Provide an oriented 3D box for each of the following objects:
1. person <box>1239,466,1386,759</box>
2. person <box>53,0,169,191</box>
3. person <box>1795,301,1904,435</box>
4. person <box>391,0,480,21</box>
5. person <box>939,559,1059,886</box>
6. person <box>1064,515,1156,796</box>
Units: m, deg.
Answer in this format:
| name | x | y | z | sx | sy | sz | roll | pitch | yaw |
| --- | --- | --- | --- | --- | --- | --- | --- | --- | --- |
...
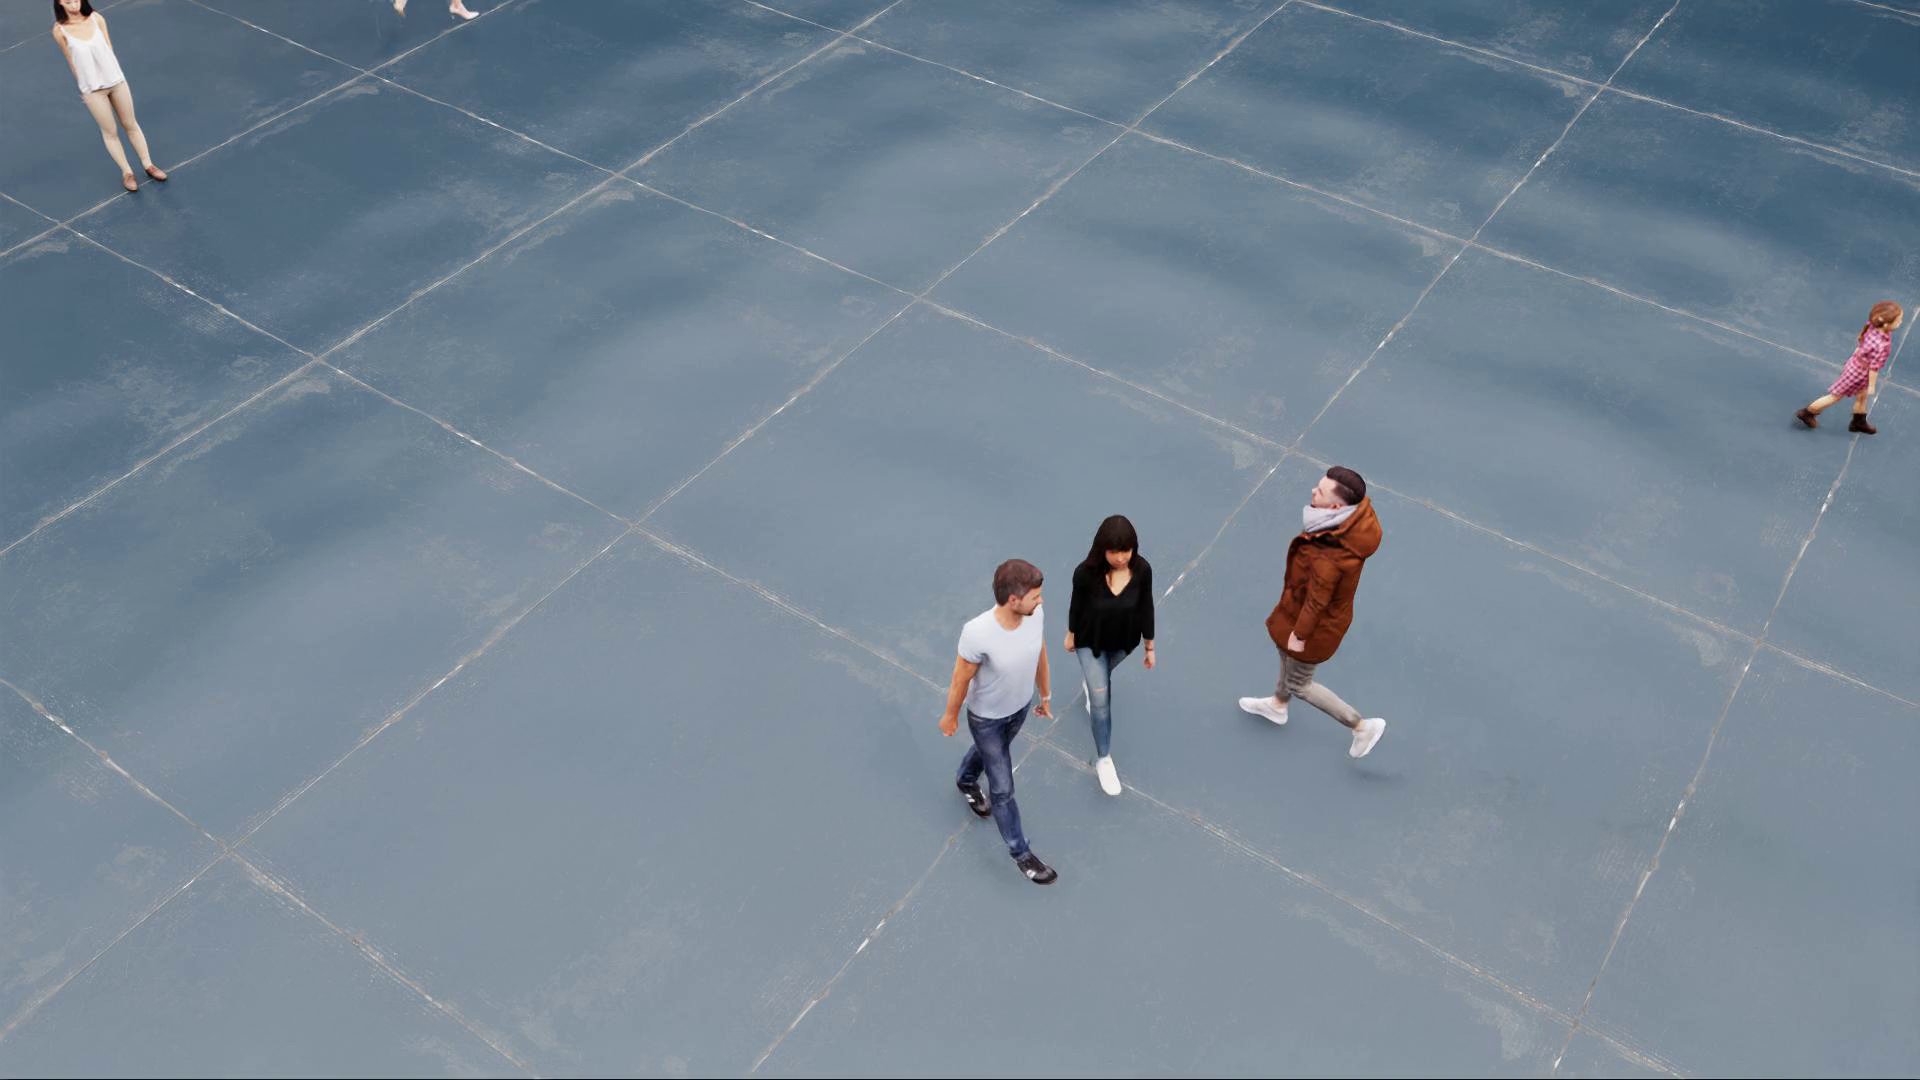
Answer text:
| name | x | y | z | sx | sy | sz | roll | pitch | yaw |
| --- | --- | --- | --- | --- | --- | --- | --- | --- | --- |
| person | 1.887 | 0.408 | 8.447 | 1.090 | 1.818 | 0.852 | 16 | 45 | 17 |
| person | -6.595 | -3.513 | 12.769 | 0.571 | 1.652 | 0.628 | 26 | 49 | 25 |
| person | 5.722 | -1.093 | 10.646 | 0.795 | 1.012 | 0.594 | 10 | 44 | 10 |
| person | -4.763 | -5.384 | 14.680 | 0.892 | 1.779 | 1.004 | -25 | 49 | -24 |
| person | 0.128 | 0.749 | 8.080 | 0.898 | 1.822 | 1.202 | -26 | 49 | -25 |
| person | 0.748 | 0.446 | 8.562 | 1.018 | 1.608 | 1.093 | -7 | 44 | -8 |
